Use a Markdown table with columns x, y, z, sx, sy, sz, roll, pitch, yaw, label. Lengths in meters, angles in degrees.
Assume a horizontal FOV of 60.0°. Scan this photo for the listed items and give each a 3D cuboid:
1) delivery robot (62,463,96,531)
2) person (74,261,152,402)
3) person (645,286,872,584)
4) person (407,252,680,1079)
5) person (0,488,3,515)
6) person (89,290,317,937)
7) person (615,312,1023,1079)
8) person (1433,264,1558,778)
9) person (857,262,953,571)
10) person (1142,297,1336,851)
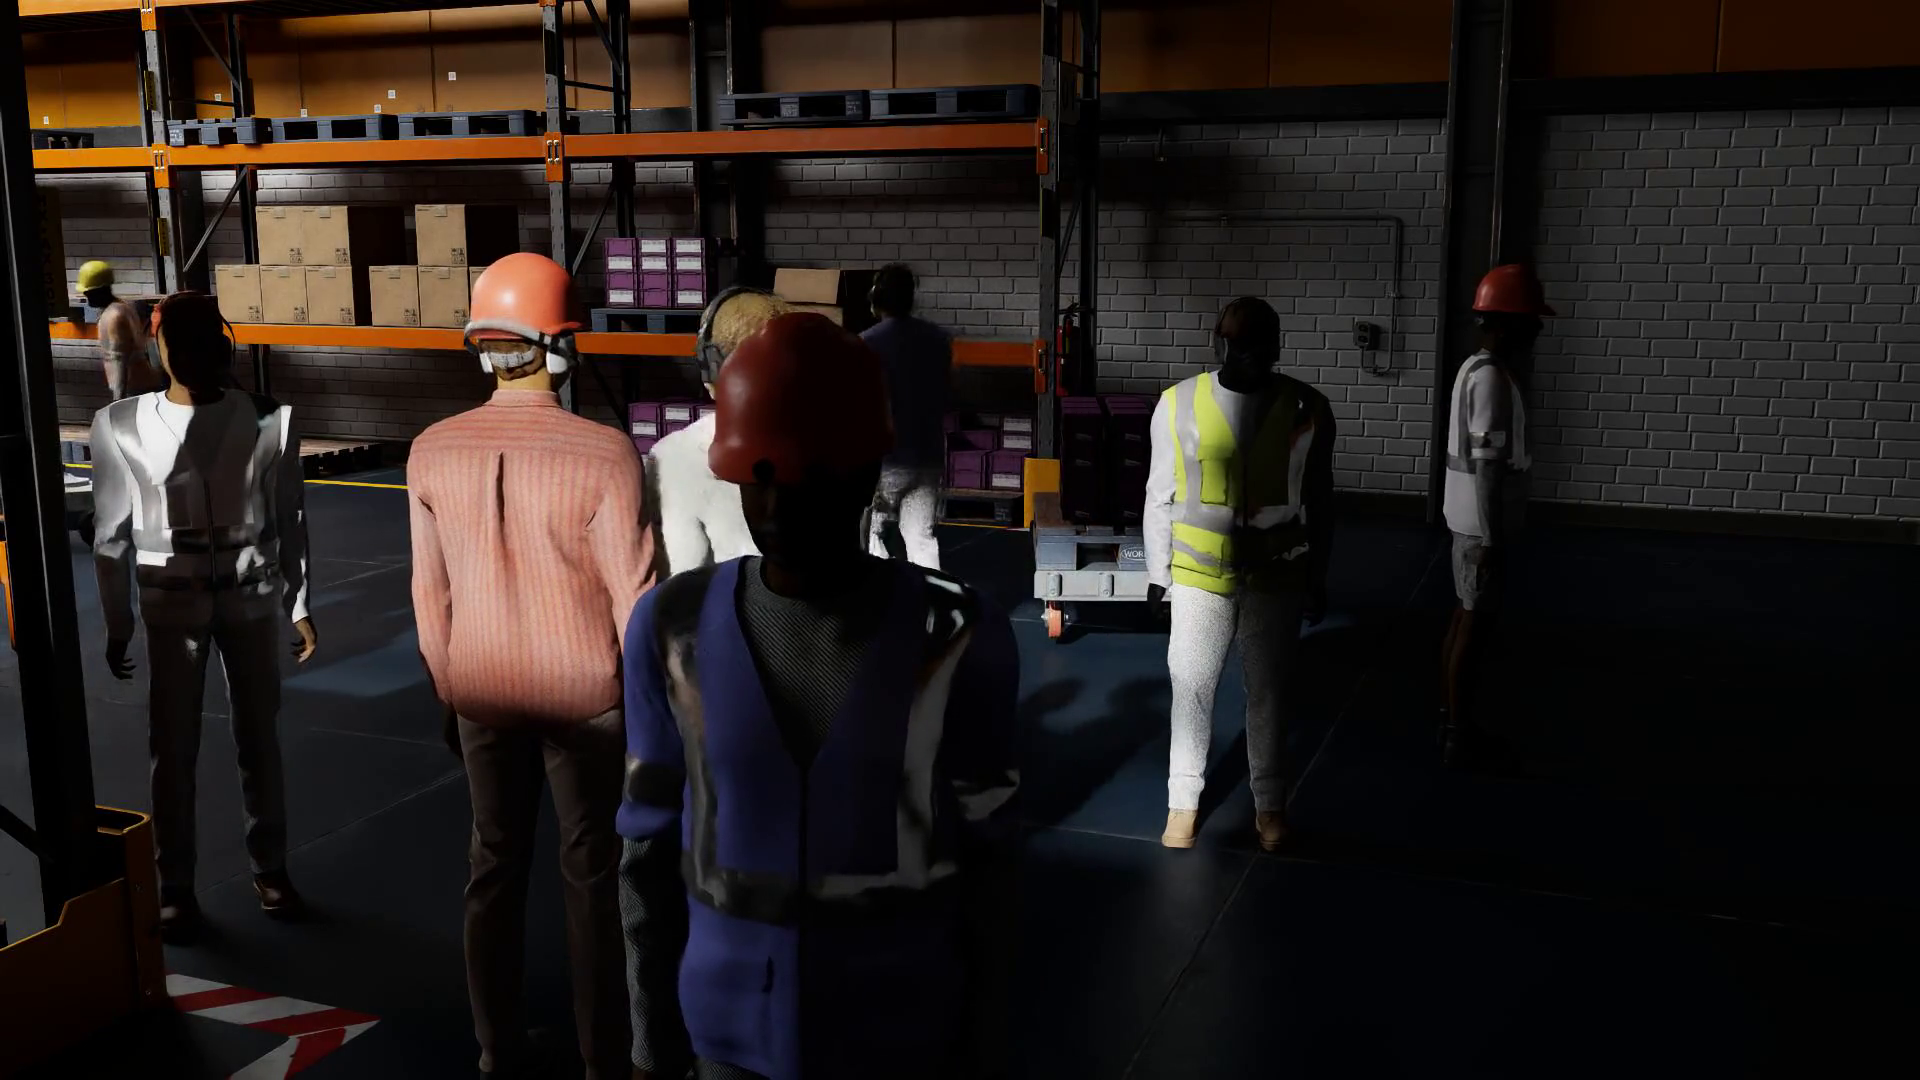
| x | y | z | sx | sy | sz | roll | pitch | yaw | label |
| --- | --- | --- | --- | --- | --- | --- | --- | --- | --- |
| -5.956 | -0.264 | 11.010 | 0.707 | 0.478 | 0.477 | -5 | 11 | -27 | delivery robot |
| -6.413 | -1.205 | 12.827 | 0.651 | 1.876 | 0.643 | -5 | 12 | -28 | person |
| -0.461 | 0.361 | 3.994 | 0.483 | 1.924 | 0.631 | 10 | 14 | 43 | person |
| -0.948 | 0.352 | 3.820 | 0.612 | 1.997 | 0.375 | 3 | 11 | 16 | person |
| -5.990 | -0.689 | 10.106 | 0.510 | 1.839 | 0.923 | -8 | 13 | -39 | person |
| -2.209 | 0.214 | 4.903 | 0.585 | 1.882 | 0.337 | -6 | 12 | -29 | person |
| -0.194 | 0.663 | 2.260 | 0.552 | 1.932 | 0.377 | 1 | 10 | 4 | person |
| 2.042 | -0.074 | 6.363 | 0.371 | 1.935 | 0.551 | 2 | 10 | 12 | person |
| -0.292 | -0.365 | 8.040 | 0.636 | 1.924 | 0.457 | -8 | 13 | -39 | person |
| 0.923 | 0.122 | 5.534 | 0.633 | 1.843 | 0.429 | 1 | 10 | 5 | person |
